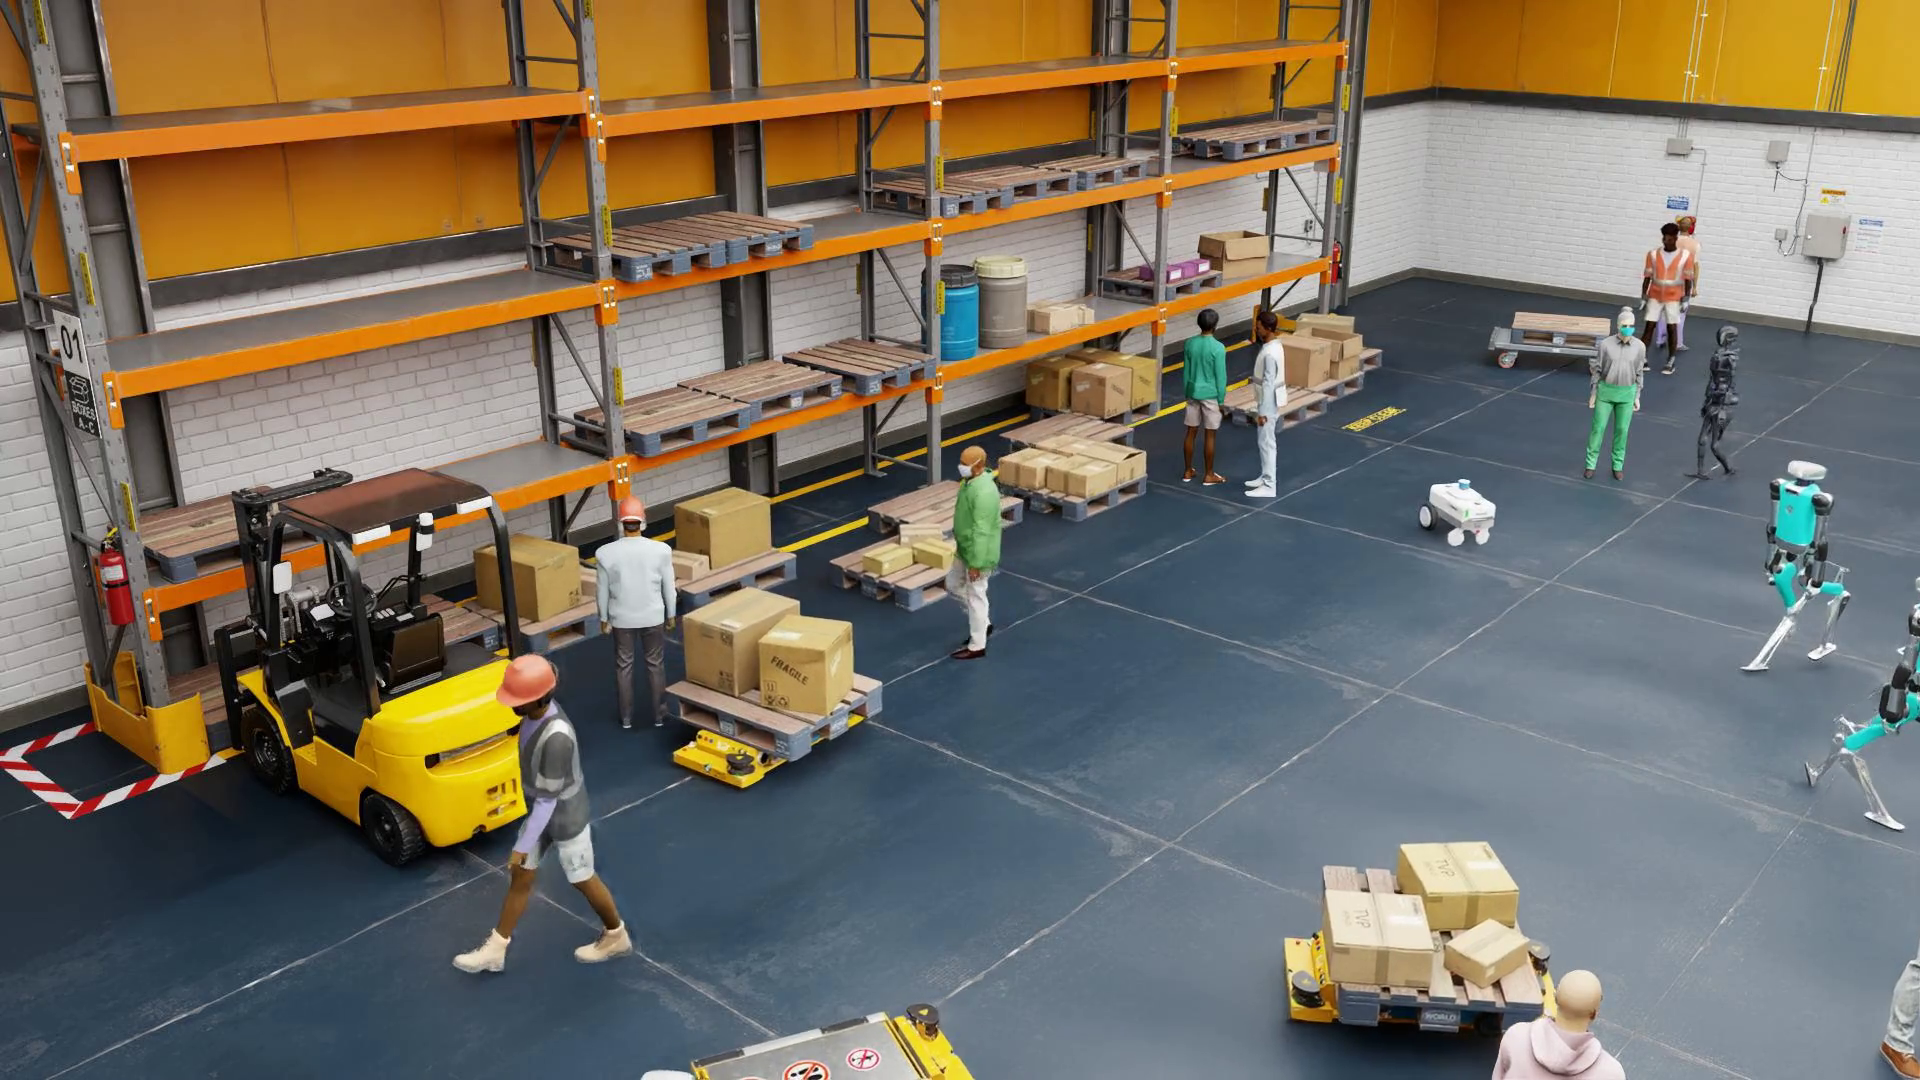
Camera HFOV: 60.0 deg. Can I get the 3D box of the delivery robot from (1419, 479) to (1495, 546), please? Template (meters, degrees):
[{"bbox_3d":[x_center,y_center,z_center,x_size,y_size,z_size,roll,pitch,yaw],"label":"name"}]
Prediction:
[{"bbox_3d":[4.772,-0.284,15.931,0.524,0.611,0.782,-5,21,-14],"label":"delivery robot"}]

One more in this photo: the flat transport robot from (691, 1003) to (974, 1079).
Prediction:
[{"bbox_3d":[-0.679,2.709,8.212,1.431,0.231,0.659,-9,22,-22],"label":"flat transport robot"}]

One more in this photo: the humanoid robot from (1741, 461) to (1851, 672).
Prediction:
[{"bbox_3d":[6.636,0.220,12.931,1.041,1.773,0.543,-8,22,-20],"label":"humanoid robot"}]

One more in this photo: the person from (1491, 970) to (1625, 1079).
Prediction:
[{"bbox_3d":[2.327,2.499,6.609,0.539,1.775,0.406,13,24,32],"label":"person"}]

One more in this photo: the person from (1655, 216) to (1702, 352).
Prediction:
[{"bbox_3d":[9.823,-3.508,22.777,0.390,1.846,0.562,-14,24,-33],"label":"person"}]

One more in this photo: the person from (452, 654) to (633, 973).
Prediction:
[{"bbox_3d":[-2.274,1.516,8.964,1.007,1.984,0.612,-12,24,-30],"label":"person"}]

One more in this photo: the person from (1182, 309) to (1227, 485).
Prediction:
[{"bbox_3d":[2.532,-1.481,17.282,0.493,1.850,0.397,15,25,35],"label":"person"}]

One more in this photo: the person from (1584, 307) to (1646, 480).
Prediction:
[{"bbox_3d":[6.875,-1.535,17.440,0.523,1.841,0.332,5,21,12],"label":"person"}]

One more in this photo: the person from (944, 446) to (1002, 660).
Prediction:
[{"bbox_3d":[0.111,0.105,13.084,0.433,1.773,0.577,-5,21,-12],"label":"person"}]

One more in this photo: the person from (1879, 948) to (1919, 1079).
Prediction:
[{"bbox_3d":[5.022,1.824,8.233,0.642,1.927,0.389,-6,21,-15],"label":"person"}]

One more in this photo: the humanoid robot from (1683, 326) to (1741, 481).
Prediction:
[{"bbox_3d":[7.969,-1.415,17.394,0.496,1.642,0.615,1,20,4],"label":"humanoid robot"}]

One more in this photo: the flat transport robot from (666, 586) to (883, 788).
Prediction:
[{"bbox_3d":[-1.321,1.340,11.921,0.659,0.231,1.431,14,24,33],"label":"flat transport robot"}]

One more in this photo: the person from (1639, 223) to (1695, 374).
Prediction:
[{"bbox_3d":[9.189,-3.157,21.676,0.628,1.951,0.436,14,25,34],"label":"person"}]

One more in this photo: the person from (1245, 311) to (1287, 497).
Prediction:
[{"bbox_3d":[3.140,-1.388,16.952,0.384,1.909,0.584,3,21,9],"label":"person"}]

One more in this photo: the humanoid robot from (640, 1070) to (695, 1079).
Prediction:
[{"bbox_3d":[-1.292,2.730,6.055,0.795,1.786,0.530,-1,20,-4],"label":"humanoid robot"}]

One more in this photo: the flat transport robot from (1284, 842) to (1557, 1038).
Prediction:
[{"bbox_3d":[2.513,2.395,9.062,1.431,0.231,0.659,2,20,7],"label":"flat transport robot"}]

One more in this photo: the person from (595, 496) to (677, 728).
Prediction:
[{"bbox_3d":[-2.326,0.523,12.008,0.571,1.740,0.352,-4,21,-11],"label":"person"}]

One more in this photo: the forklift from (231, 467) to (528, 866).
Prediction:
[{"bbox_3d":[-3.730,0.710,10.856,2.313,2.155,1.214,17,26,38],"label":"forklift"}]

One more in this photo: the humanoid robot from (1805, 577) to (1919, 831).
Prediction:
[{"bbox_3d":[5.911,0.979,10.834,0.546,1.807,0.890,-13,24,-31],"label":"humanoid robot"}]
